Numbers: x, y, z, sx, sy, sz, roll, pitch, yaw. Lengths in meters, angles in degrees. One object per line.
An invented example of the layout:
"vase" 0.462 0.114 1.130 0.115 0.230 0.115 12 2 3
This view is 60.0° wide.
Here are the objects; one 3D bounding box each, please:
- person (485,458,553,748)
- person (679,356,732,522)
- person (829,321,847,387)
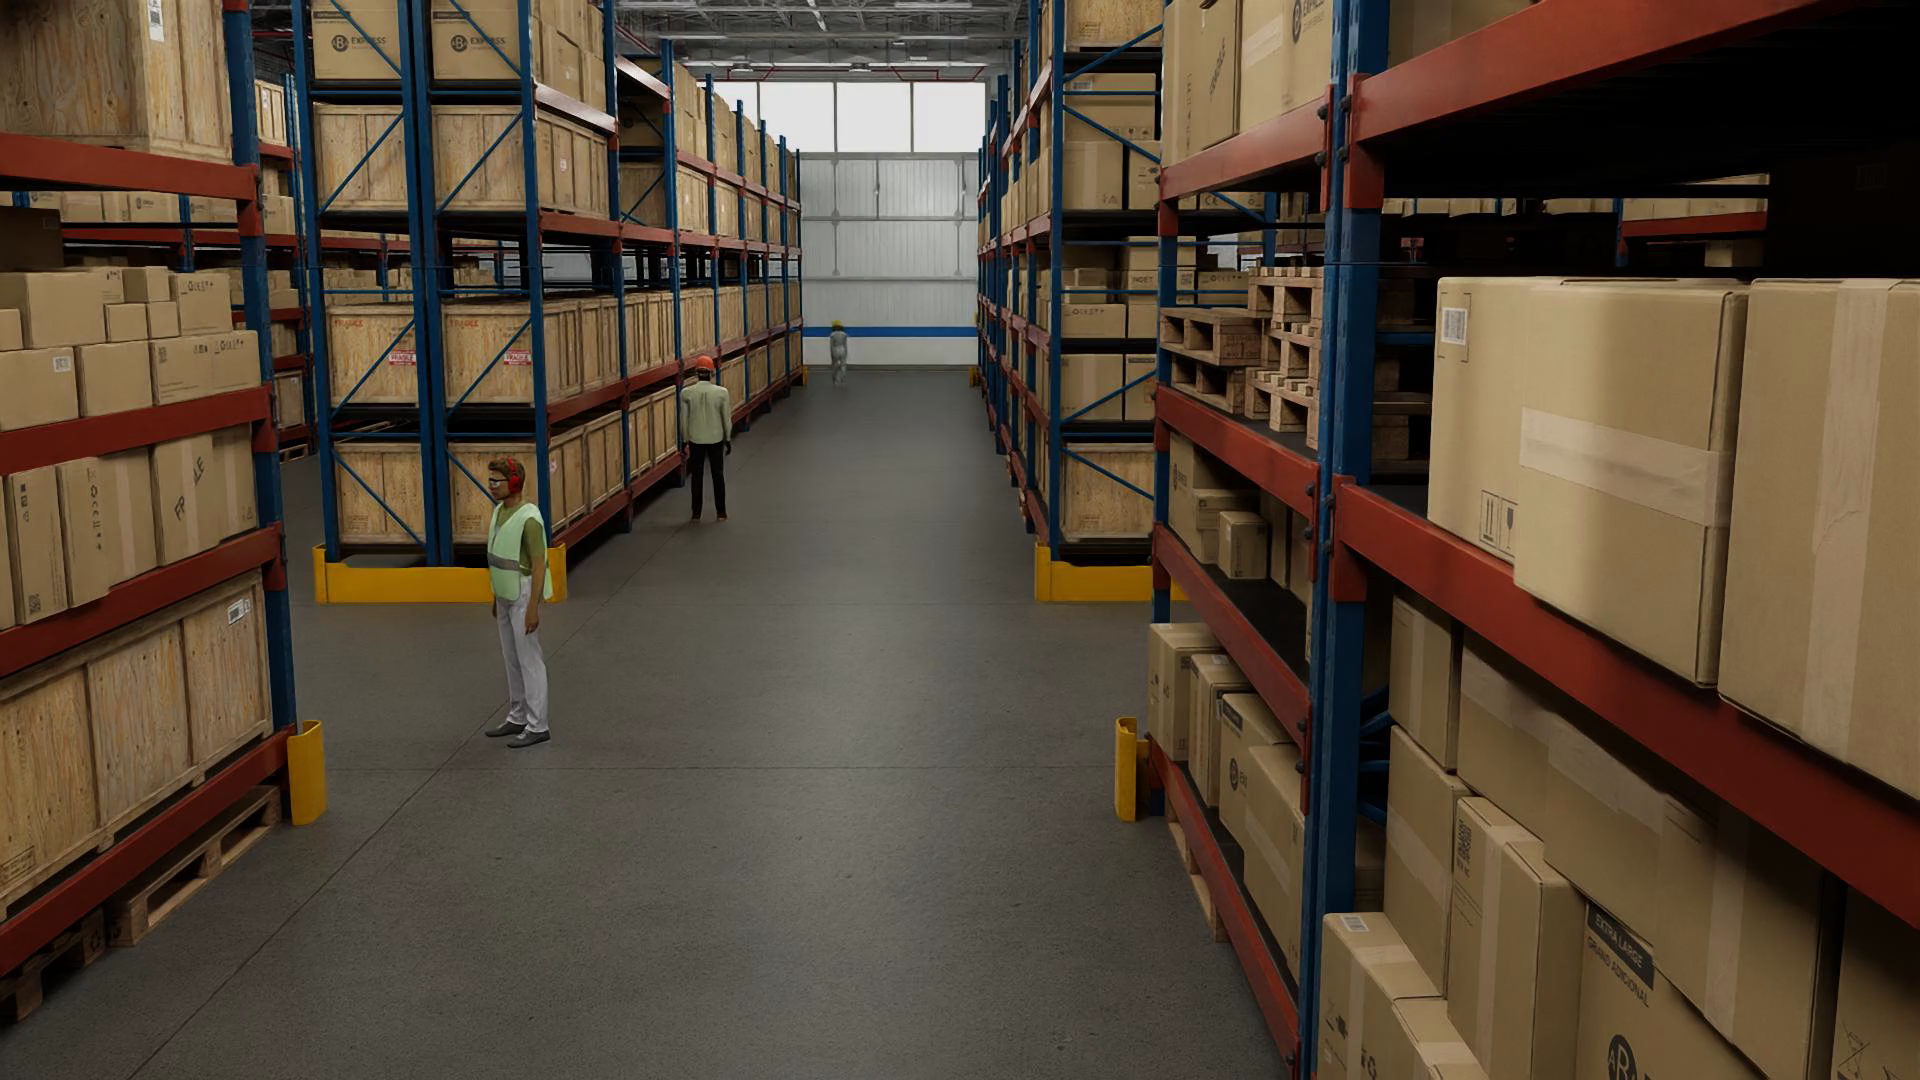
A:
"person" -2.818 0.390 10.629 0.376 1.844 0.571 -7 12 -38
"person" -3.051 -1.210 19.979 0.624 1.992 0.390 -1 9 -8
"person" -3.167 -4.826 43.089 0.512 1.681 0.920 -3 10 -17
